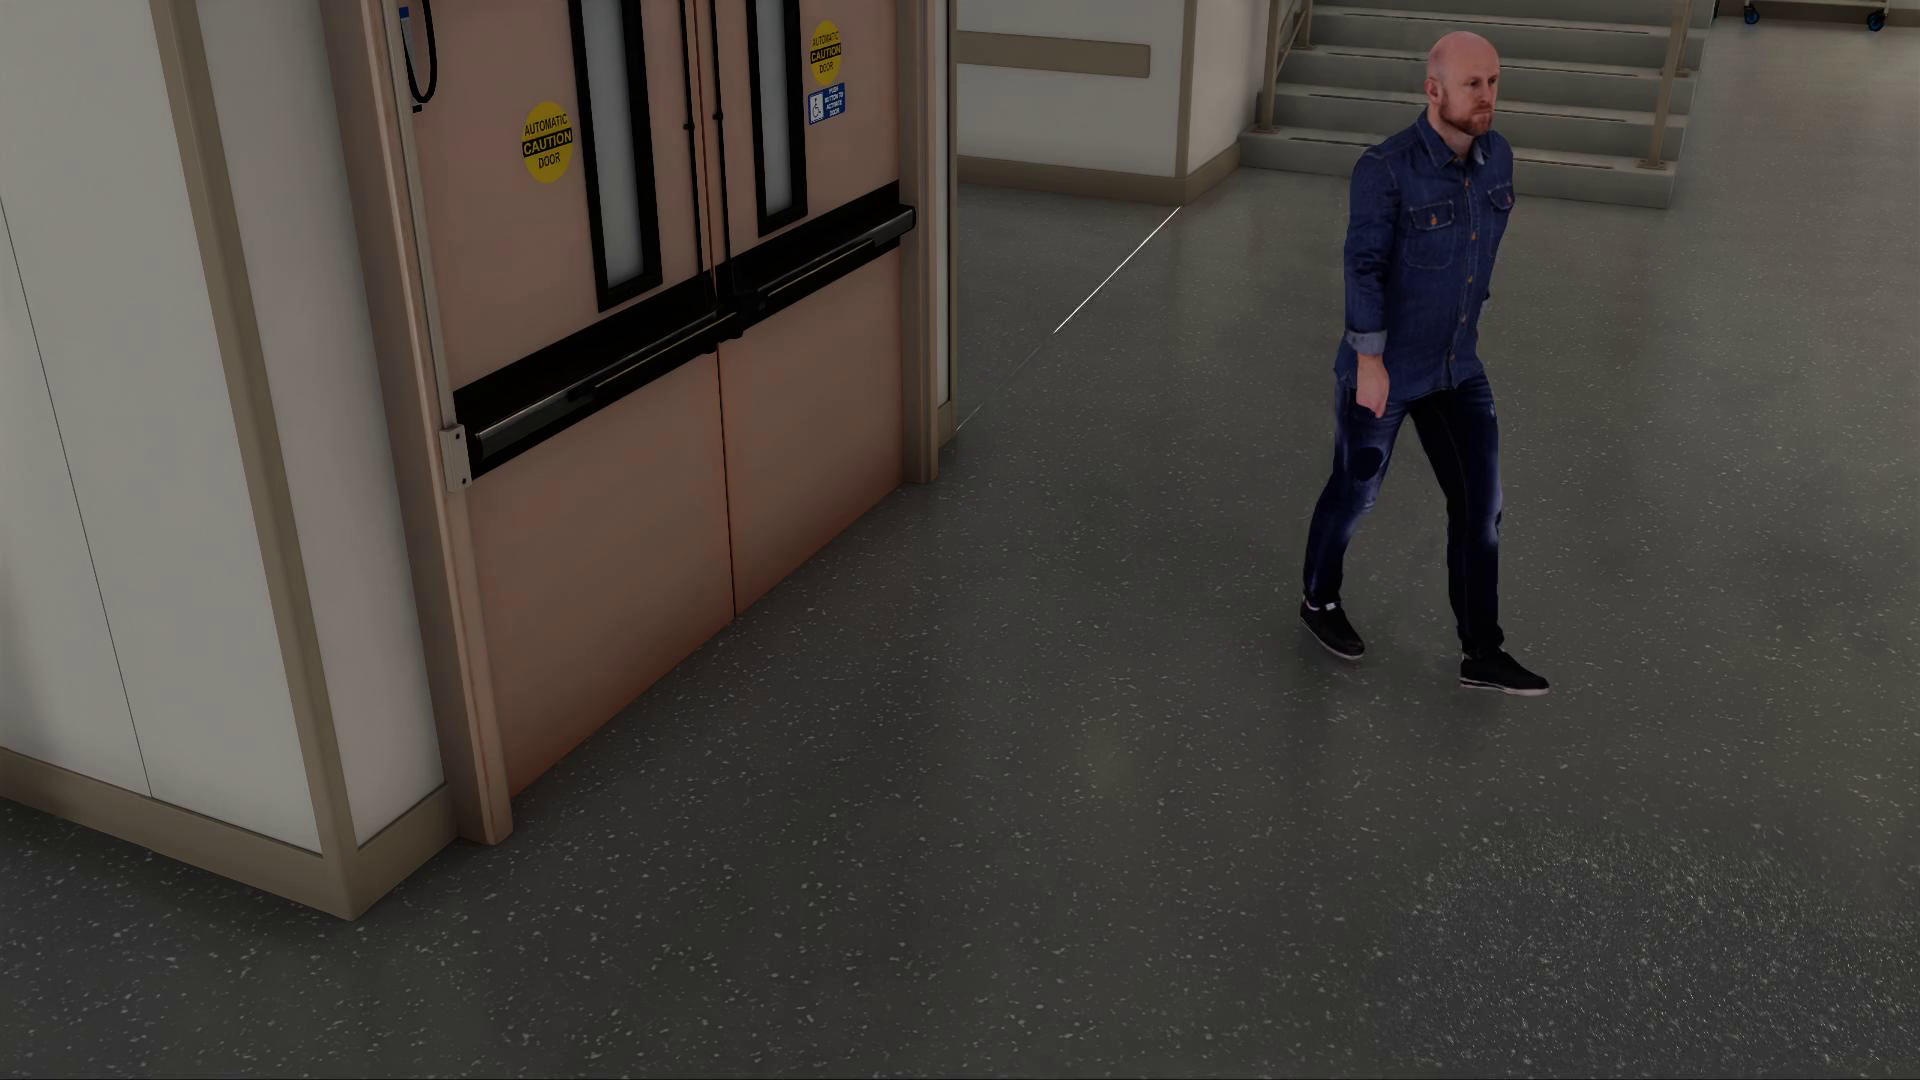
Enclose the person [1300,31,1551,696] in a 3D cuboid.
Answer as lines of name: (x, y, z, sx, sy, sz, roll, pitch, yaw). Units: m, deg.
person: (1.204, -0.476, 4.628, 1.130, 1.793, 1.155, -13, 28, -24)
